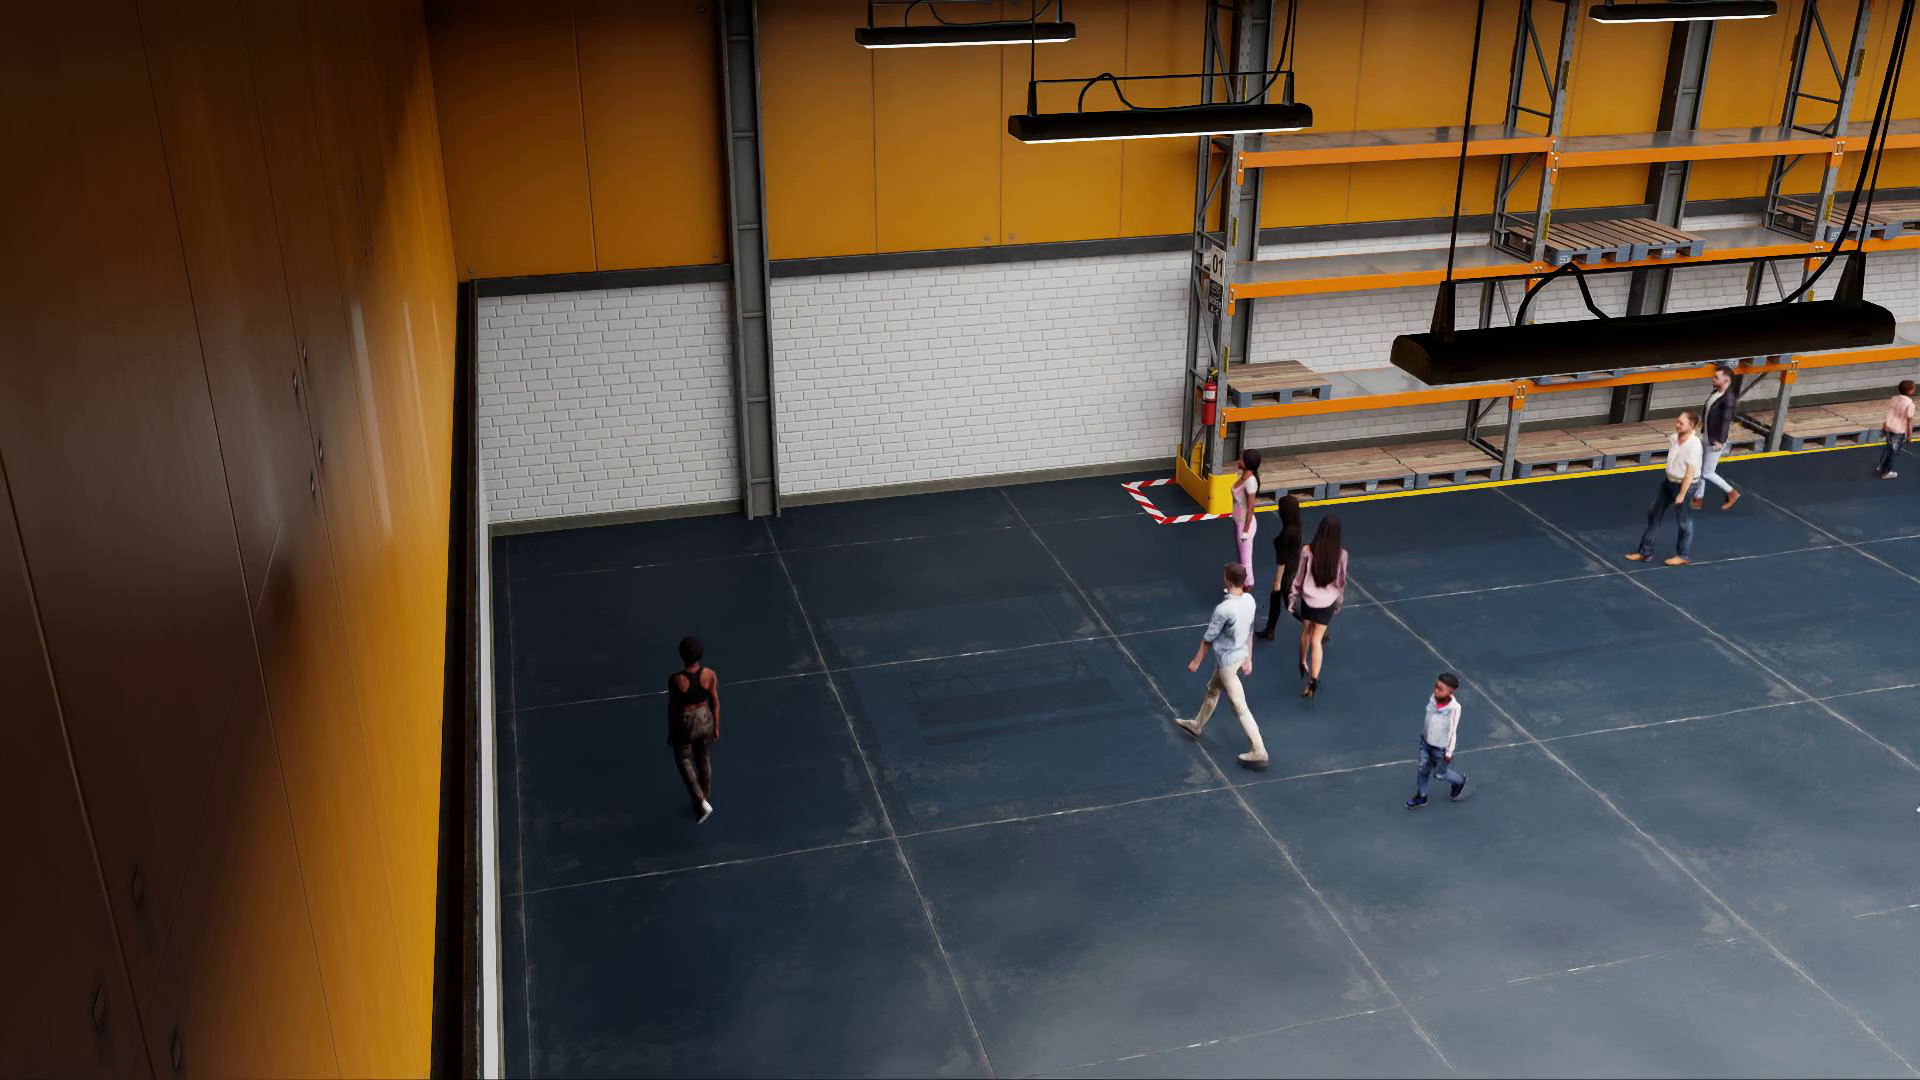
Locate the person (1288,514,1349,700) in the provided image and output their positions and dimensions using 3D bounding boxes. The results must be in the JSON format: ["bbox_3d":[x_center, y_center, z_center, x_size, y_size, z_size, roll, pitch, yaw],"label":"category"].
[{"bbox_3d":[3.377,0.673,15.604,1.038,1.774,0.999,3,24,6],"label":"person"}]

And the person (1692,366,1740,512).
[{"bbox_3d":[9.051,-1.186,19.792,0.969,1.825,0.829,2,24,4],"label":"person"}]

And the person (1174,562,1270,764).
[{"bbox_3d":[2.438,1.122,14.548,1.207,1.796,1.268,18,29,36],"label":"person"}]

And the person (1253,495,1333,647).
[{"bbox_3d":[3.347,0.364,16.518,1.120,1.607,1.021,11,26,24],"label":"person"}]

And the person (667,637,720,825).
[{"bbox_3d":[-2.157,1.591,13.610,0.839,1.688,0.741,-10,26,-22],"label":"person"}]

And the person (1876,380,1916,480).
[{"bbox_3d":[11.722,-1.388,20.908,0.500,1.300,0.531,-9,25,-19],"label":"person"}]

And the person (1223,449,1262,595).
[{"bbox_3d":[3.003,-0.147,17.520,0.605,1.740,0.631,1,24,3],"label":"person"}]

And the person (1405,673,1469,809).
[{"bbox_3d":[4.058,1.677,13.965,0.820,1.246,0.571,-11,26,-23],"label":"person"}]

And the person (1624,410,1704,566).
[{"bbox_3d":[8.039,-0.565,18.372,0.969,1.824,0.718,-4,24,-10],"label":"person"}]
